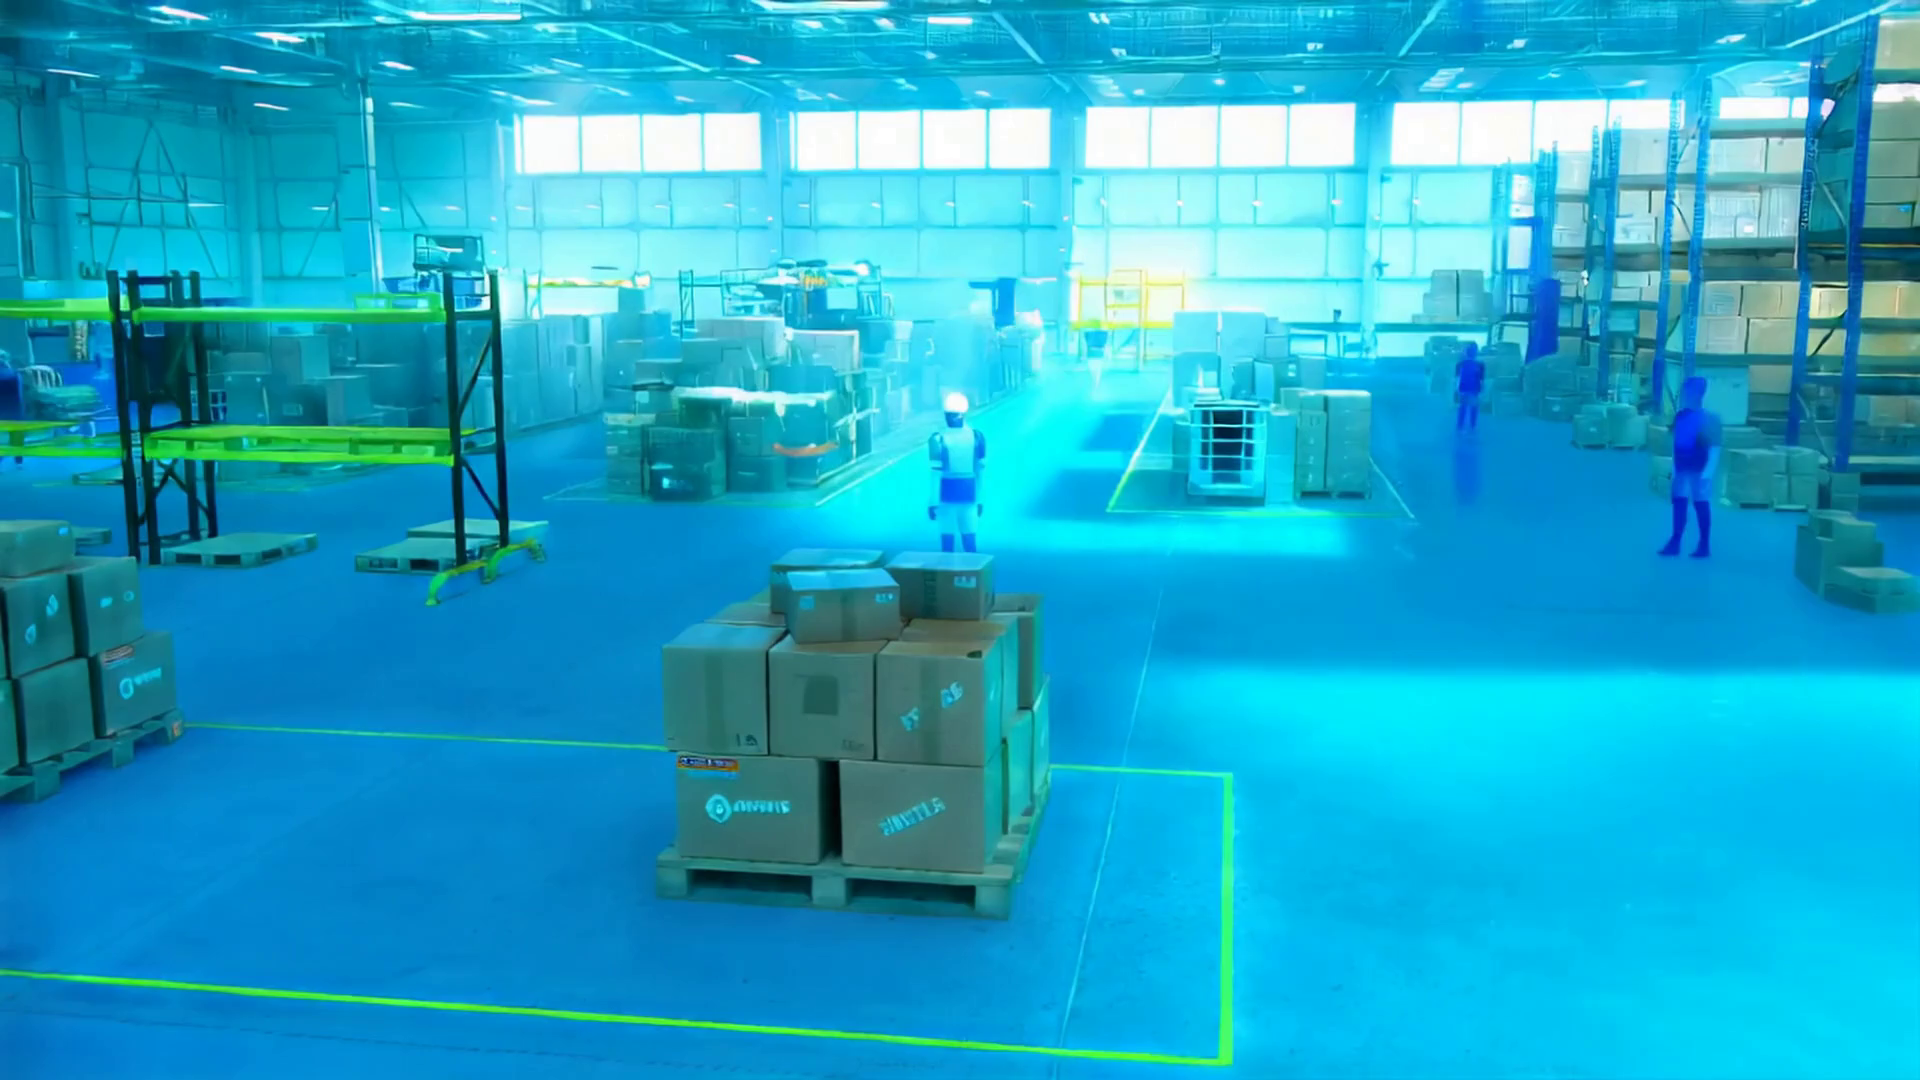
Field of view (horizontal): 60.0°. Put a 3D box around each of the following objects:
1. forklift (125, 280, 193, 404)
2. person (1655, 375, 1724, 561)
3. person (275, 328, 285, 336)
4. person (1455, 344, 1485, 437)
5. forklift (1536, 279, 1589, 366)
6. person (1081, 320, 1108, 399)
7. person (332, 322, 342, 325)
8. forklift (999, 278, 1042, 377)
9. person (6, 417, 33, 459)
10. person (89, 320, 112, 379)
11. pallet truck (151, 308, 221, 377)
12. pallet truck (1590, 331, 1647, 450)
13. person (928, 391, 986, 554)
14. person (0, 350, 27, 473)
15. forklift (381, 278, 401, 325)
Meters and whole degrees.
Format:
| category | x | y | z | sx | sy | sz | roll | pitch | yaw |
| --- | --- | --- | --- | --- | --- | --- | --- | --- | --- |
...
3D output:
| category | x | y | z | sx | sy | sz | roll | pitch | yaw |
| --- | --- | --- | --- | --- | --- | --- | --- | --- | --- |
| forklift | -18.397 | -4.544 | 37.940 | 1.129 | 2.768 | 1.873 | -1 | 9 | -8 |
| person | 7.657 | -0.752 | 17.415 | 0.422 | 1.963 | 0.611 | -4 | 10 | -23 |
| person | -17.181 | -4.568 | 42.039 | 0.532 | 1.592 | 0.856 | 2 | 9 | 10 |
| person | 9.327 | -2.732 | 30.419 | 0.540 | 1.697 | 0.317 | 5 | 11 | 30 |
| forklift | 13.378 | -4.524 | 37.818 | 1.873 | 2.768 | 1.129 | 1 | 9 | 9 |
| person | 3.193 | -4.305 | 39.583 | 0.613 | 1.863 | 0.996 | -1 | 9 | -9 |
| person | -15.452 | -4.610 | 41.318 | 0.641 | 1.920 | 0.802 | 0 | 9 | 0 |
| forklift | 1.321 | -5.934 | 46.514 | 1.873 | 2.768 | 1.129 | 1 | 9 | 9 |
| person | -15.021 | -2.044 | 26.106 | 0.497 | 1.719 | 0.750 | 4 | 10 | 24 |
| person | -24.020 | -5.413 | 46.275 | 0.563 | 1.906 | 0.813 | 6 | 11 | 32 |
| pallet truck | -21.869 | -5.598 | 47.154 | 0.823 | 1.965 | 1.885 | 4 | 10 | 26 |
| pallet truck | 11.253 | -2.573 | 28.499 | 0.823 | 1.965 | 1.885 | 5 | 10 | 27 |
| person | -0.039 | -0.383 | 15.179 | 0.545 | 1.938 | 0.361 | -4 | 10 | -22 |
| person | -14.342 | -1.930 | 25.005 | 0.508 | 1.846 | 0.345 | -8 | 12 | -40 |
| forklift | -14.947 | -5.514 | 43.920 | 1.873 | 2.768 | 1.129 | -3 | 10 | -19 |
